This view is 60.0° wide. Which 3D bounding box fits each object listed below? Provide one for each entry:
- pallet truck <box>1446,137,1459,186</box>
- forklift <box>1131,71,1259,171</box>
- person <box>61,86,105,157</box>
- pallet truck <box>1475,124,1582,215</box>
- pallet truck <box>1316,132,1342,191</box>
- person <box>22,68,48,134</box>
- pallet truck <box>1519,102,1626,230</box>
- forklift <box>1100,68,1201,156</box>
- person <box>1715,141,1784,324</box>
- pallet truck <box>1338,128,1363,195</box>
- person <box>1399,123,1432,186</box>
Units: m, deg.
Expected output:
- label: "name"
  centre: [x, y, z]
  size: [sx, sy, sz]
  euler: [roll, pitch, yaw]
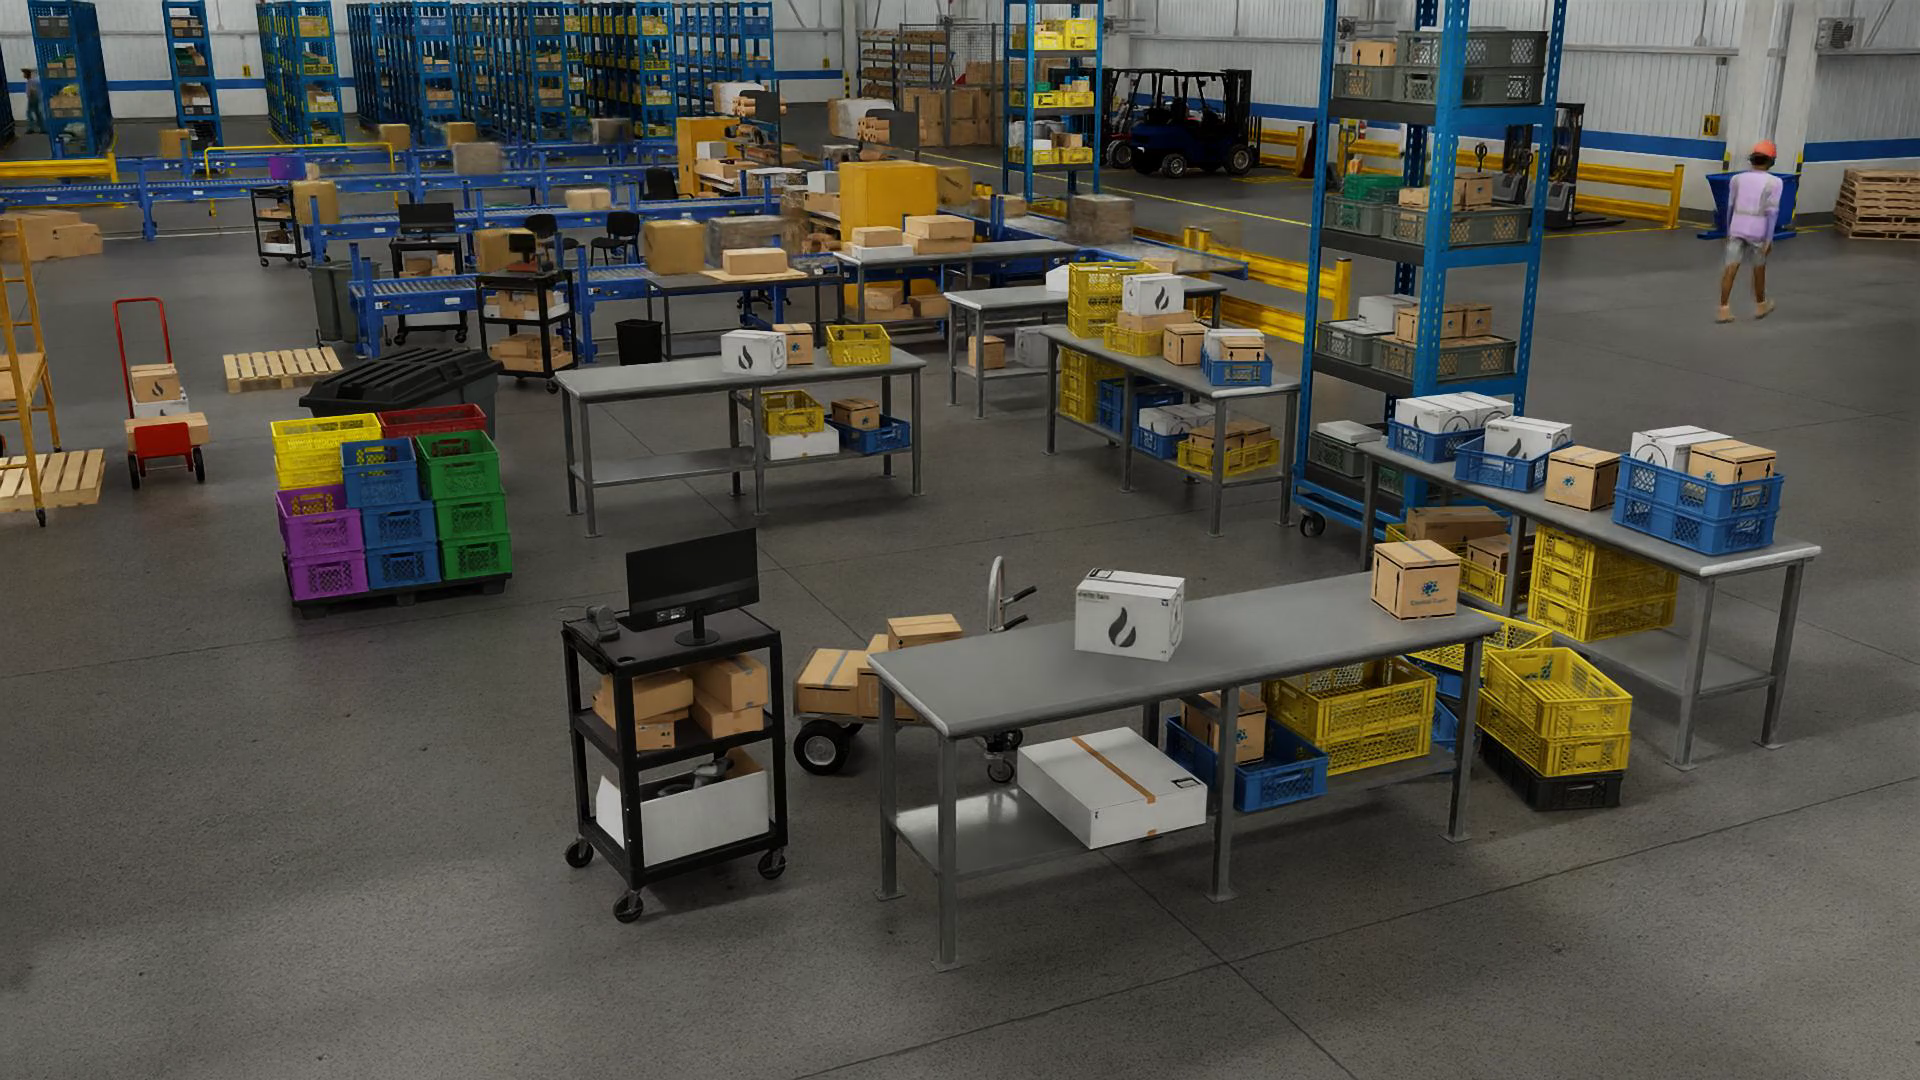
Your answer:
- label: "pallet truck"
  centre: [9.184, -6.485, 29.328]
  size: [1.630, 1.274, 0.653]
  euler: [-8, 19, -23]
- label: "forklift"
  centre: [4.998, -8.936, 35.413]
  size: [2.680, 1.987, 1.157]
  euler: [-9, 20, -25]
- label: "person"
  centre: [-19.704, -9.260, 37.286]
  size: [0.891, 1.801, 0.594]
  euler: [-1, 18, -4]
- label: "pallet truck"
  centre: [9.707, -6.455, 28.103]
  size: [1.885, 1.965, 0.823]
  euler: [-7, 19, -20]
- label: "pallet truck"
  centre: [7.723, -7.504, 32.656]
  size: [1.601, 1.201, 0.680]
  euler: [-8, 19, -23]
- label: "person"
  centre: [-26.508, -12.481, 47.358]
  size: [0.760, 1.817, 0.579]
  euler: [-10, 20, -28]
- label: "pallet truck"
  centre: [9.972, -6.037, 26.785]
  size: [1.885, 1.965, 0.823]
  euler: [-9, 20, -25]
- label: "forklift"
  centre: [4.082, -9.564, 37.410]
  size: [2.680, 1.987, 1.157]
  euler: [-8, 19, -23]
- label: "person"
  centre: [8.884, -3.441, 18.607]
  size: [1.039, 1.990, 0.632]
  euler: [-15, 23, -39]
- label: "pallet truck"
  centre: [7.845, -7.140, 31.411]
  size: [1.522, 1.261, 0.704]
  euler: [-9, 20, -25]
- label: "person"
  centre: [8.304, -7.109, 30.336]
  size: [0.496, 1.885, 0.676]
  euler: [-10, 20, -28]
